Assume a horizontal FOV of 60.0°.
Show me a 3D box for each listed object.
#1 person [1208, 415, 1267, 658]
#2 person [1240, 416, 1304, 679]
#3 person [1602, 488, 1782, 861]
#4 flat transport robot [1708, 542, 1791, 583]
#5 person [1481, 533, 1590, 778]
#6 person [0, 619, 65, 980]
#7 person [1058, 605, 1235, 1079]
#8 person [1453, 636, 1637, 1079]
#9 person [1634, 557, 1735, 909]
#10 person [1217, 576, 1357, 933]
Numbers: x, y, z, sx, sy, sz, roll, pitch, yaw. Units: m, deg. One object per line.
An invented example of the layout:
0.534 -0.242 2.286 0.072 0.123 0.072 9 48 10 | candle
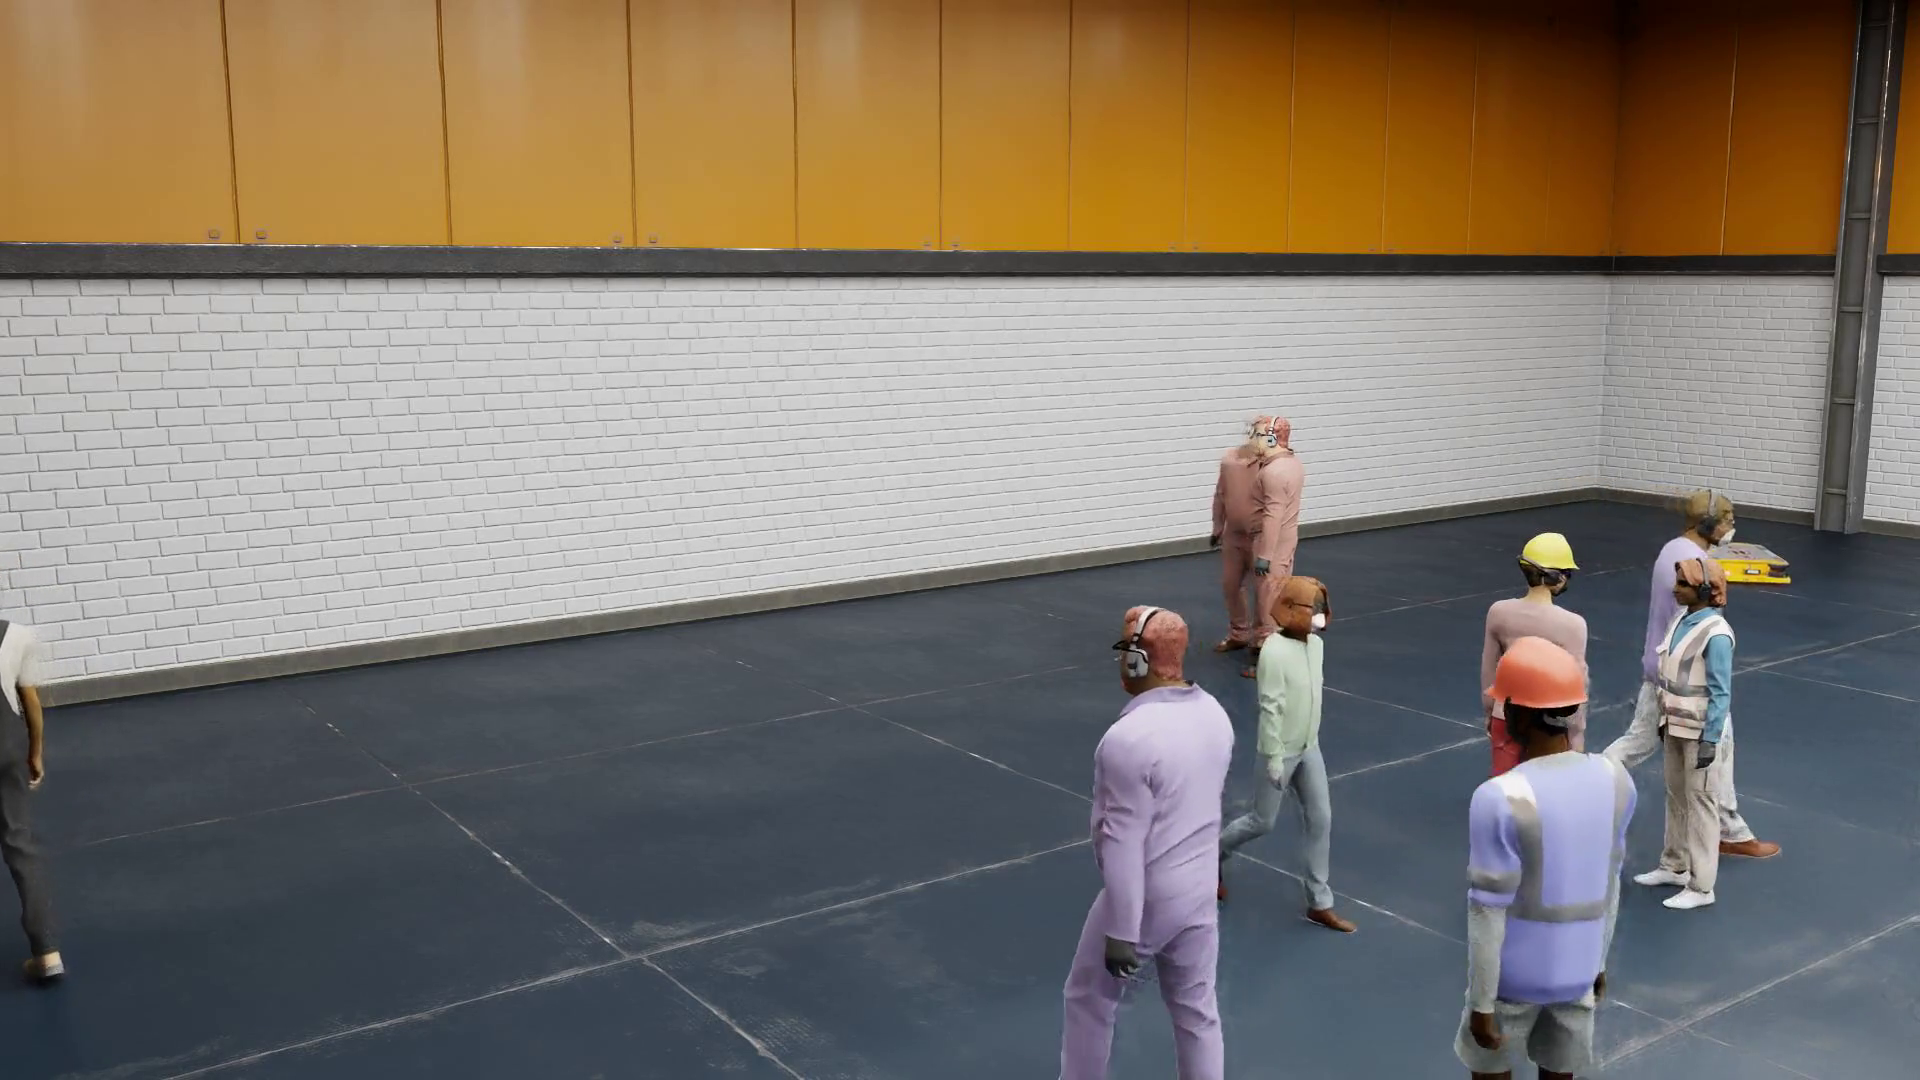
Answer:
2.212 -0.016 12.615 0.714 1.881 0.451 7 12 39 | person
2.253 0.053 12.071 0.409 1.907 0.651 4 10 22 | person
3.584 0.668 8.384 1.043 1.886 0.632 2 9 9 | person
7.548 0.201 16.187 0.652 0.197 1.431 2 9 12 | flat transport robot
2.640 0.842 7.640 0.328 1.765 0.528 -7 11 -36 | person
-4.090 0.938 6.953 0.939 1.803 0.525 8 12 42 | person
0.542 1.135 5.478 0.860 1.872 0.669 8 12 40 | person
1.697 1.234 4.761 0.561 1.919 0.724 -3 10 -19 | person
3.399 0.893 7.740 0.310 1.643 0.525 0 9 0 | person
1.439 0.938 7.547 0.495 1.606 0.747 -9 13 -43 | person
